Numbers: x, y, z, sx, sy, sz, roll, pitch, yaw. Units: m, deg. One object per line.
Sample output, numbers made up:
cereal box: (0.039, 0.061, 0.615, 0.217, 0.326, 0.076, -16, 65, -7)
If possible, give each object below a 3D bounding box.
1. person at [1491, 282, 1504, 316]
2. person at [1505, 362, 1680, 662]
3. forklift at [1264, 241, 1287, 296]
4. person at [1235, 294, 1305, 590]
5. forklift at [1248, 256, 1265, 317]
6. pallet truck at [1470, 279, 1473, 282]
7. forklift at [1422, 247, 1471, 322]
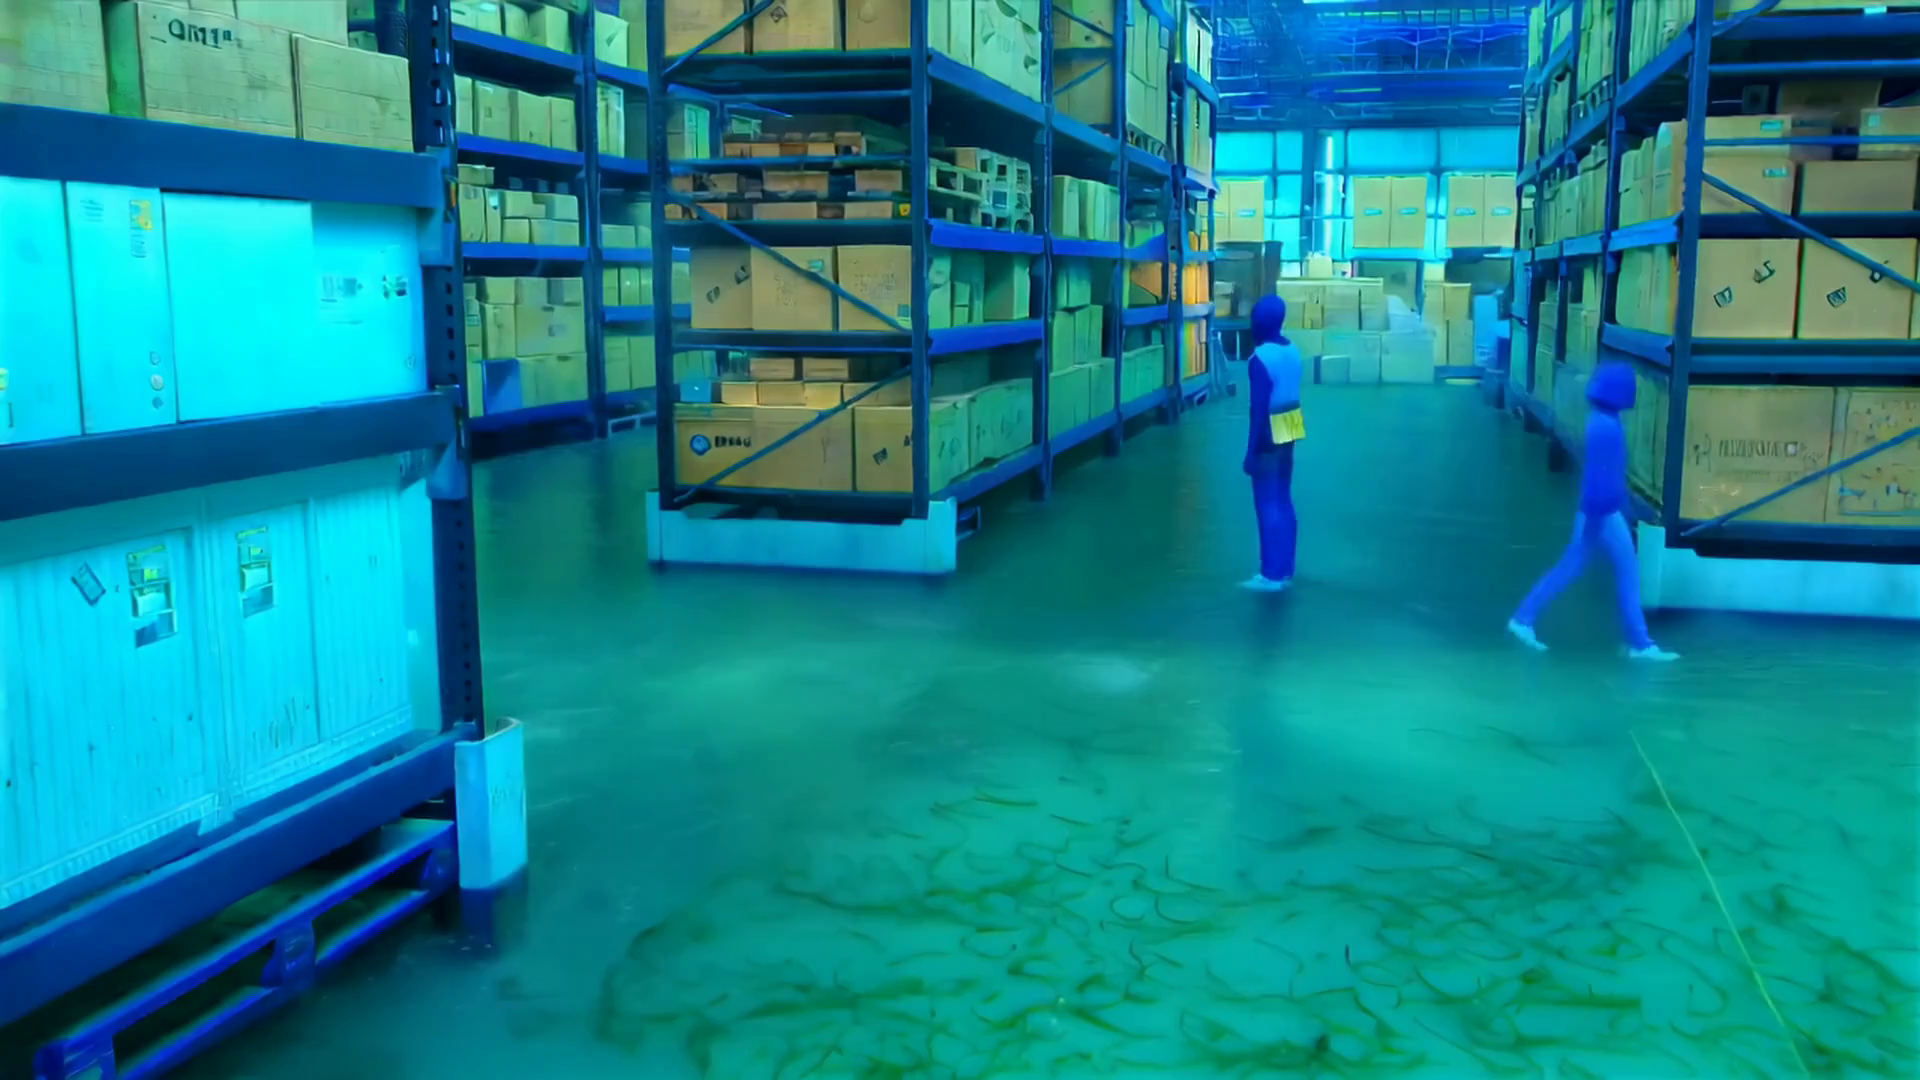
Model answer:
person: (18.149, -7.768, 56.190, 0.828, 1.920, 0.637, -2, 9, -12)
person: (3.373, -0.157, 8.842, 0.855, 1.595, 0.500, 2, 9, 11)
forklift: (6.803, -5.101, 36.181, 1.873, 2.768, 1.129, 2, 9, 14)
person: (2.038, -0.630, 10.825, 0.372, 1.916, 0.596, 6, 11, 34)
forklift: (11.207, -9.047, 61.251, 1.129, 2.768, 1.873, 2, 9, 15)
pallet truck: (18.896, -8.459, 60.307, 1.885, 1.965, 0.823, 5, 10, 31)
forklift: (12.944, -6.205, 43.194, 1.873, 2.768, 1.129, 1, 9, 7)
